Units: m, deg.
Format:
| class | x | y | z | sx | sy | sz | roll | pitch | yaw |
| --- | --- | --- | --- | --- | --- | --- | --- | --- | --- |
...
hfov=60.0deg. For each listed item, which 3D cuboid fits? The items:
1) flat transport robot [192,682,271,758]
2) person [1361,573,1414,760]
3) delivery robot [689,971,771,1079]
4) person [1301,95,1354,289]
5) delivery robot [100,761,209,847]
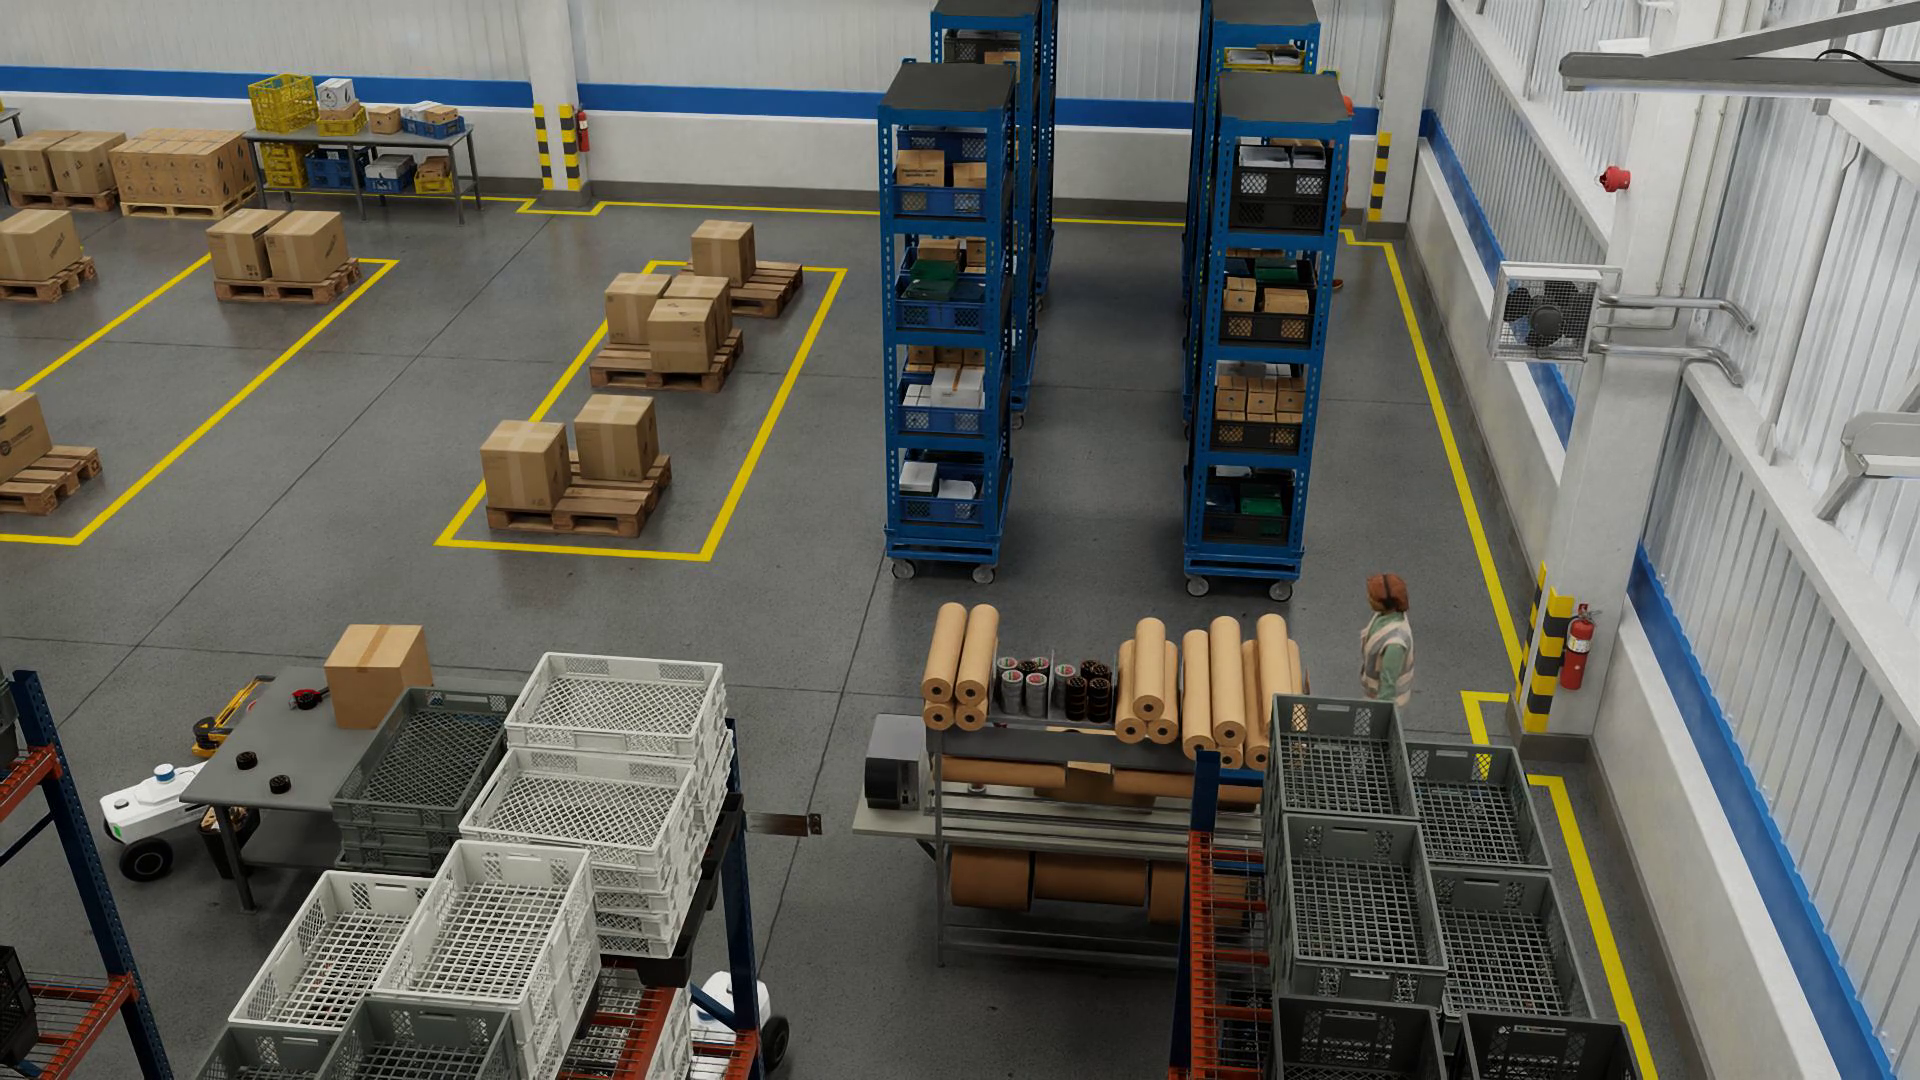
| class | x | y | z | sx | sy | sz | roll | pitch | yaw |
| --- | --- | --- | --- | --- | --- | --- | --- | --- | --- |
| flat transport robot | -4.089 | 1.163 | 10.648 | 1.431 | 0.197 | 0.652 | 3 | 30 | 6 |
| person | 2.478 | 0.898 | 9.762 | 0.328 | 1.629 | 0.520 | 3 | 30 | 6 |
| delivery robot | -1.212 | 2.437 | 8.090 | 0.477 | 0.478 | 0.707 | 11 | 32 | 18 |
| person | 3.782 | -3.571 | 17.088 | 0.393 | 1.985 | 0.611 | -14 | 33 | -23 |
| delivery robot | -4.570 | 1.520 | 9.666 | 0.707 | 0.478 | 0.477 | -20 | 36 | -30 |
